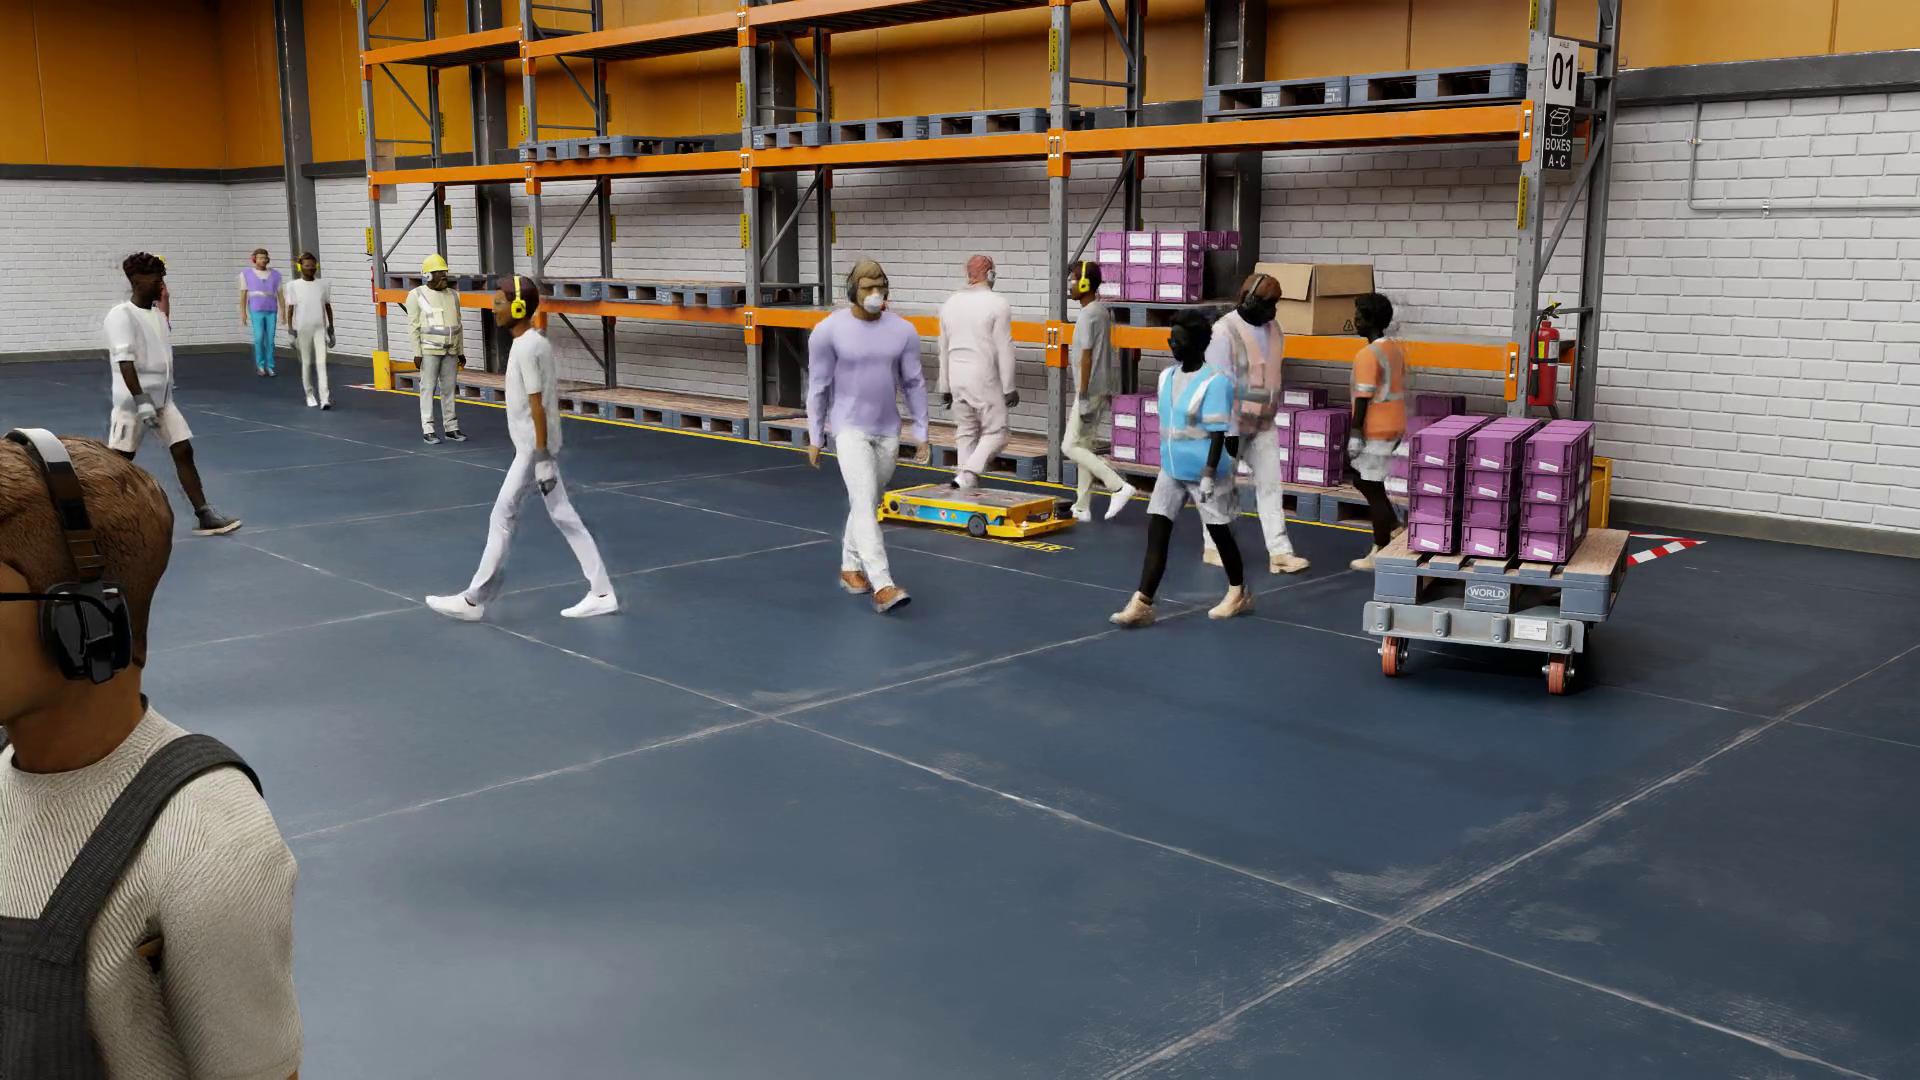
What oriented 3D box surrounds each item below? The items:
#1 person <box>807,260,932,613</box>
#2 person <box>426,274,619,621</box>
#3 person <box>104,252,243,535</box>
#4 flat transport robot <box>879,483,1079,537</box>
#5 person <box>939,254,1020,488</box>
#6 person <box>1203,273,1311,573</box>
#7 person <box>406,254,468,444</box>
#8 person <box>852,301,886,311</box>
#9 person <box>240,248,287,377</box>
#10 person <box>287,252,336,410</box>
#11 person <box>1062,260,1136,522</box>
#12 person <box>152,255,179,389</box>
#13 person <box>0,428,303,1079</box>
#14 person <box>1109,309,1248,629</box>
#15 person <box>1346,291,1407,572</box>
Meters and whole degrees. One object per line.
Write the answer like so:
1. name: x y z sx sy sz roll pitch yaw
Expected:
1. person: -0.474 -0.572 9.091 0.653 1.882 1.007 -5 12 -27
2. person: -2.288 -0.468 8.700 1.002 1.819 0.547 -1 10 -6
3. person: -5.424 -0.949 11.095 1.021 1.917 0.609 2 11 10
4. flat transport robot: 0.054 -0.224 11.592 1.431 0.197 0.652 8 13 37
5. person: 0.094 -1.120 12.082 0.519 1.883 0.671 -10 14 -44
6. person: 1.759 -0.678 9.913 0.653 1.791 0.876 -7 13 -35
7. person: -5.094 -1.865 16.268 0.403 1.837 0.591 8 13 37
8. person: -0.714 -1.224 13.346 0.385 1.620 0.527 8 13 37
9. person: -9.924 -3.236 23.746 0.595 1.831 0.531 -8 13 -38
10. person: -7.566 -2.432 19.412 0.552 1.822 1.000 -6 12 -29
11. person: 0.936 -1.026 11.651 0.540 1.852 0.527 4 11 20
12. person: -10.434 -2.826 21.704 0.330 1.767 0.528 -1 10 -3
13. person: -0.853 0.804 1.692 0.506 1.846 0.346 7 13 34
14. person: 1.189 -0.363 8.587 0.867 1.648 0.547 -7 13 -34
15. person: 2.487 -0.640 9.981 0.364 1.679 0.550 6 12 29
